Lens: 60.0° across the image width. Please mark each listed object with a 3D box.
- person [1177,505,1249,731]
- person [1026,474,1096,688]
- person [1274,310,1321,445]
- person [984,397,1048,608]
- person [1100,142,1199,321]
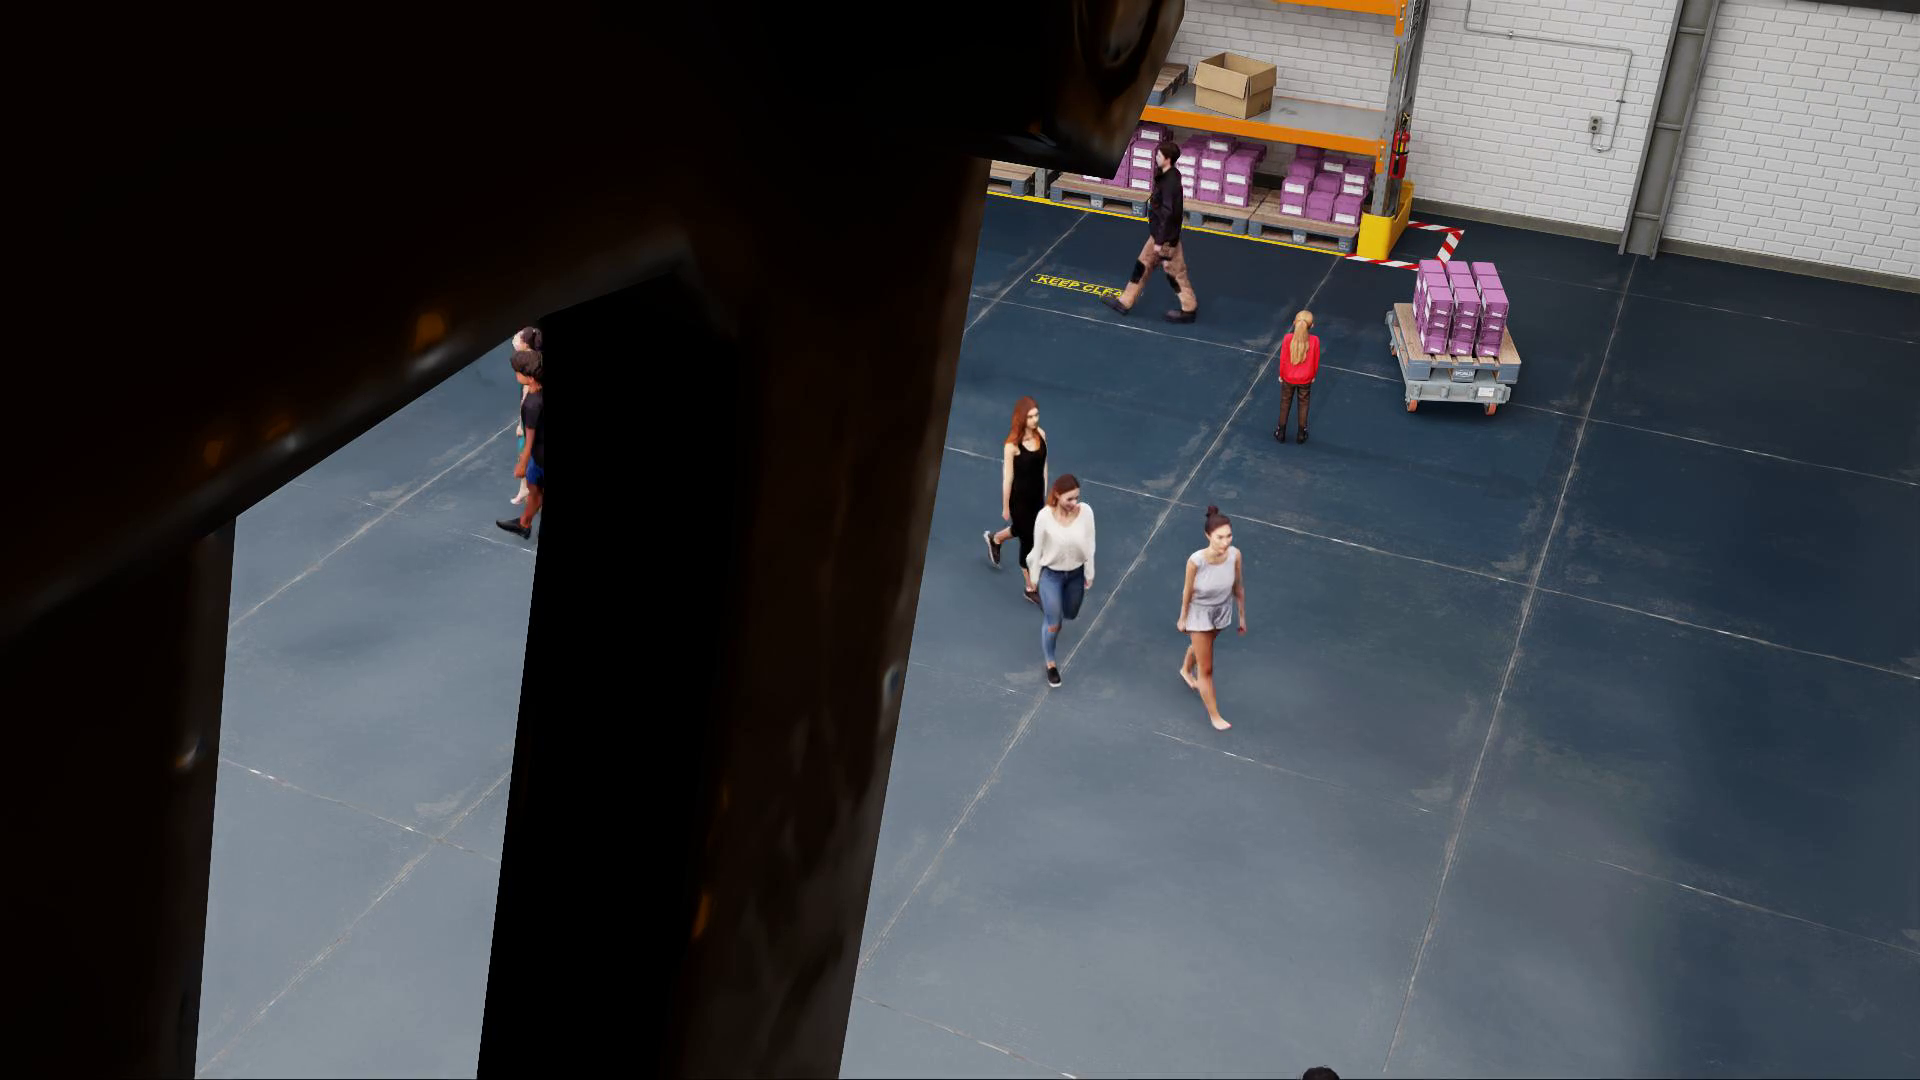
[{"bbox_3d":[1.706,0.473,11.639,1.006,1.567,1.086,-13,36,-18],"label":"person"},{"bbox_3d":[0.715,0.212,11.934,0.985,1.676,1.001,-5,34,-8],"label":"person"},{"bbox_3d":[3.004,-1.455,14.799,0.510,1.281,0.606,5,34,7],"label":"person"},{"bbox_3d":[0.446,-0.346,12.748,0.850,1.704,1.128,-26,42,-34],"label":"person"},{"bbox_3d":[2.136,-3.025,16.629,1.340,1.869,1.070,0,34,0],"label":"person"}]
